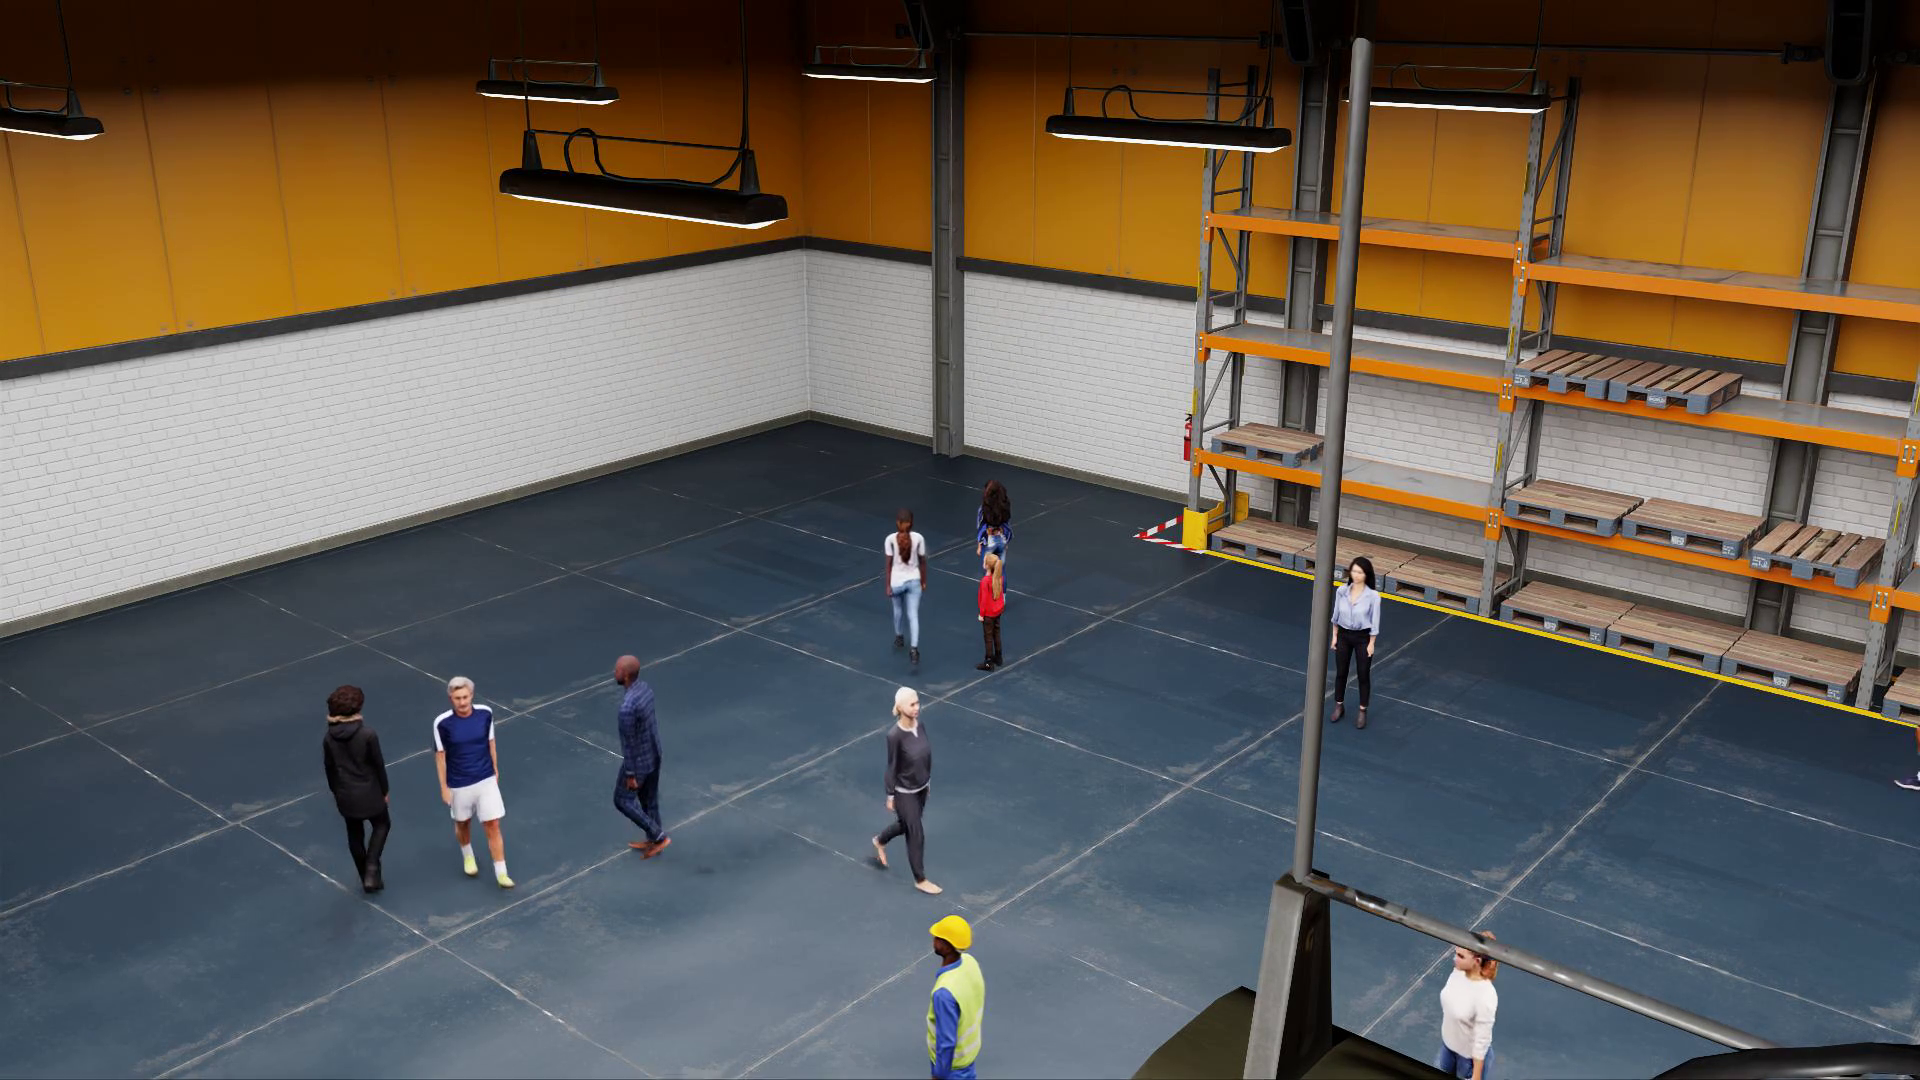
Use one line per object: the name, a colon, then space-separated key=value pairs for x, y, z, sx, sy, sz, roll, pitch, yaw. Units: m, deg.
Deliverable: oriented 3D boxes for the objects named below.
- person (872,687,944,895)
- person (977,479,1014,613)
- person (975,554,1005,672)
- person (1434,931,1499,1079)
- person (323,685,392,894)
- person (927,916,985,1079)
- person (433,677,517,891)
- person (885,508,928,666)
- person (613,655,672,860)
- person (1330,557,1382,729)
person: x=-0.469 y=1.972 z=13.390 sx=1.023 sy=1.702 sz=0.658 roll=13 pitch=22 yaw=33
person: x=0.380 y=0.062 z=19.193 sx=0.689 sy=1.618 sz=0.674 roll=-10 pitch=21 yaw=-27
person: x=0.326 y=0.752 z=17.671 sx=0.509 sy=1.281 sz=0.513 roll=12 pitch=22 yaw=32
person: x=3.130 y=3.112 z=10.014 sx=1.079 sy=1.697 sz=1.049 roll=-3 pitch=19 yaw=-8
person: x=-4.759 y=2.020 z=13.140 sx=0.833 sy=1.771 sz=0.892 roll=-1 pitch=19 yaw=-2
person: x=-0.038 y=3.063 z=9.976 sx=0.710 sy=1.813 sz=0.738 roll=6 pitch=20 yaw=17
person: x=-3.980 y=1.910 z=13.424 sx=0.913 sy=1.798 sz=1.166 roll=-10 pitch=21 yaw=-28
person: x=-0.564 y=0.526 z=17.716 sx=1.093 sy=1.681 sz=1.177 roll=-2 pitch=19 yaw=-6
person: x=-2.564 y=1.797 z=13.740 sx=0.847 sy=1.809 sz=0.811 roll=4 pitch=19 yaw=12
person: x=3.863 y=0.987 z=16.251 sx=0.529 sy=1.743 sz=0.725 roll=12 pitch=22 yaw=31
